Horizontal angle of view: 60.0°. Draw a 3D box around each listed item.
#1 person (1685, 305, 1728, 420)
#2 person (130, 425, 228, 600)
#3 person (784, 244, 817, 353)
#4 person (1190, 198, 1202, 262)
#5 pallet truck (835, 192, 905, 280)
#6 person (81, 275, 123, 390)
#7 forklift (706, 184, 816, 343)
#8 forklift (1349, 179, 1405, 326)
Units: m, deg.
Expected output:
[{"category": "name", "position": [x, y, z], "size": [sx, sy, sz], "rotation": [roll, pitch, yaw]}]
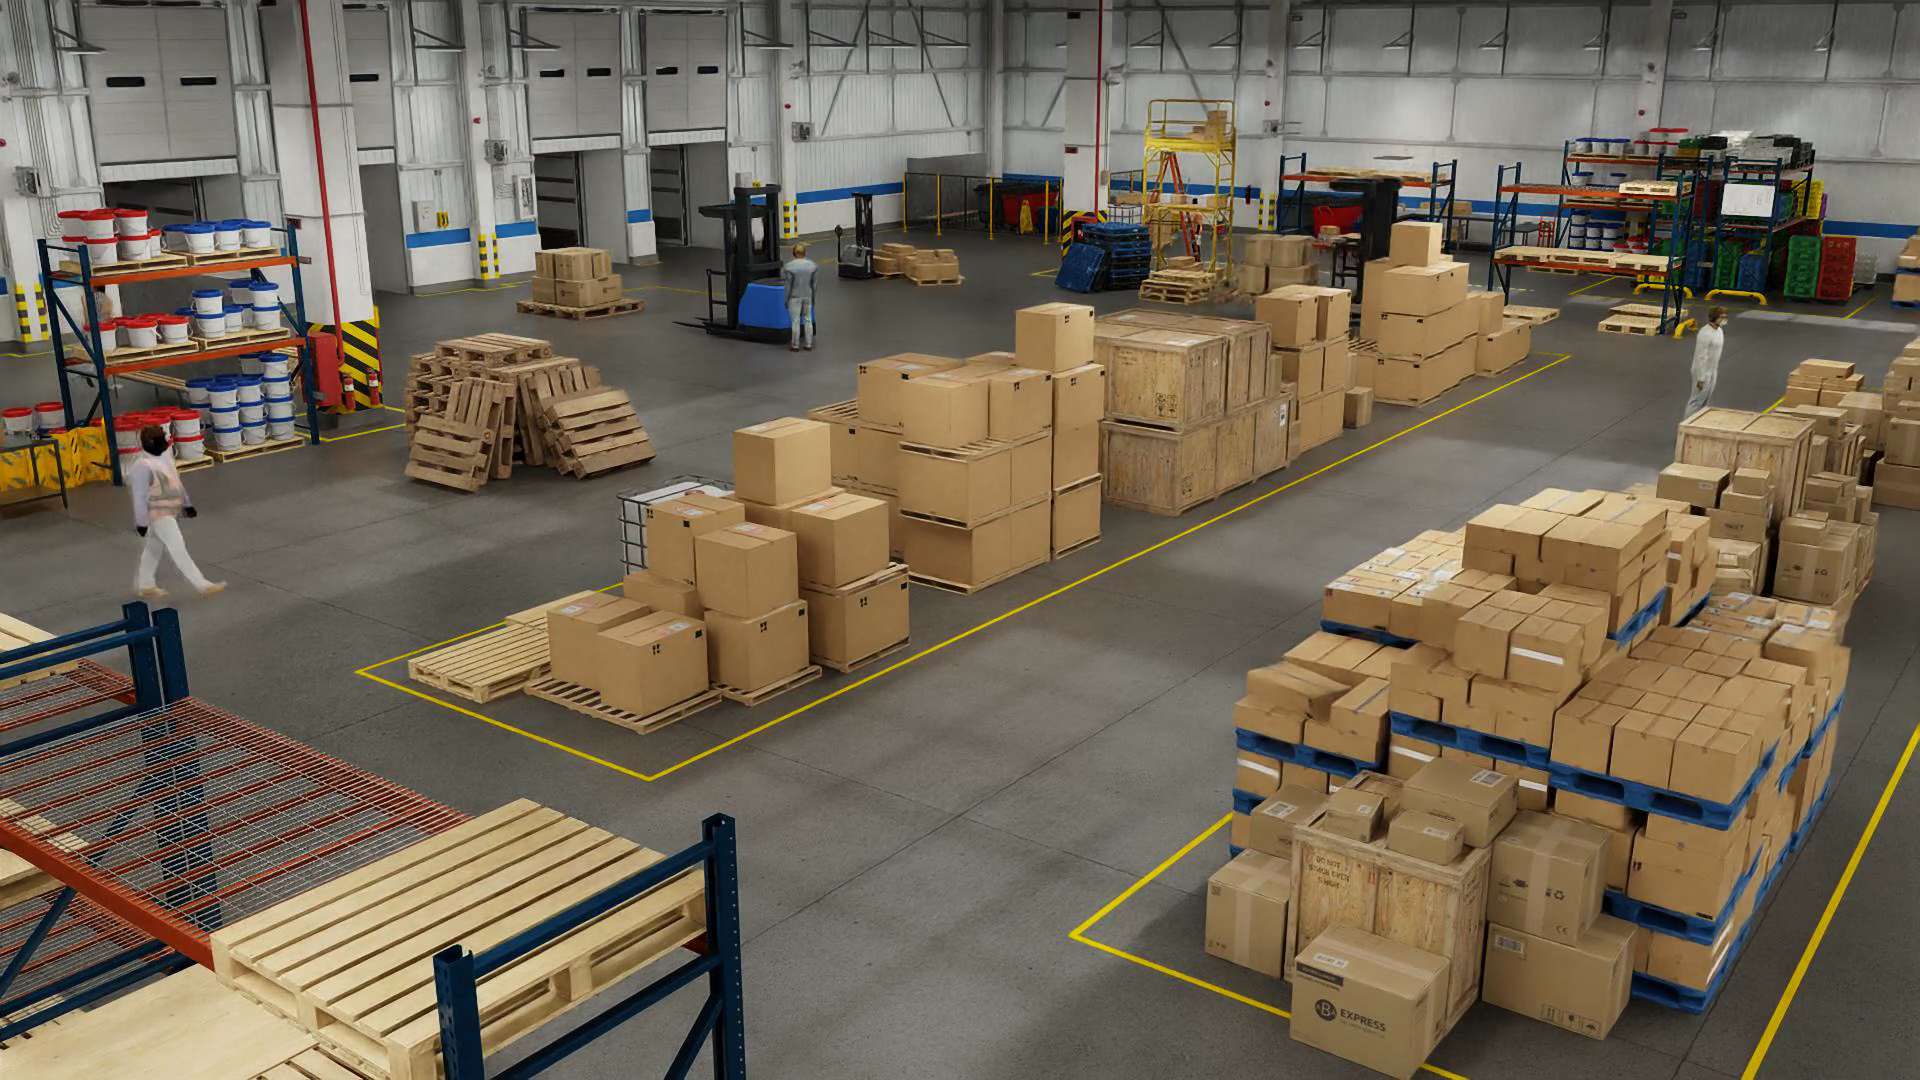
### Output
[{"category": "person", "position": [10.294, -2.279, 22.949], "size": [0.379, 1.930, 0.624], "rotation": [14, 22, 38]}, {"category": "person", "position": [-7.845, -0.272, 16.522], "size": [0.965, 1.789, 0.629], "rotation": [-2, 17, -6]}, {"category": "person", "position": [-2.840, -4.309, 29.674], "size": [0.636, 1.928, 0.387], "rotation": [-9, 19, -28]}, {"category": "person", "position": [5.729, -7.459, 40.489], "size": [0.318, 1.697, 0.535], "rotation": [-2, 17, -7]}, {"category": "pallet truck", "position": [-1.936, -7.159, 38.982], "size": [1.885, 1.965, 0.823], "rotation": [-12, 21, -34]}, {"category": "person", "position": [-13.629, -3.304, 26.374], "size": [0.599, 1.901, 0.557], "rotation": [4, 17, 14]}, {"category": "forklift", "position": [-3.717, -5.181, 30.929], "size": [1.873, 2.768, 1.129], "rotation": [12, 21, 35]}, {"category": "forklift", "position": [8.178, -5.518, 32.046], "size": [1.873, 2.768, 1.129], "rotation": [7, 18, 22]}]
